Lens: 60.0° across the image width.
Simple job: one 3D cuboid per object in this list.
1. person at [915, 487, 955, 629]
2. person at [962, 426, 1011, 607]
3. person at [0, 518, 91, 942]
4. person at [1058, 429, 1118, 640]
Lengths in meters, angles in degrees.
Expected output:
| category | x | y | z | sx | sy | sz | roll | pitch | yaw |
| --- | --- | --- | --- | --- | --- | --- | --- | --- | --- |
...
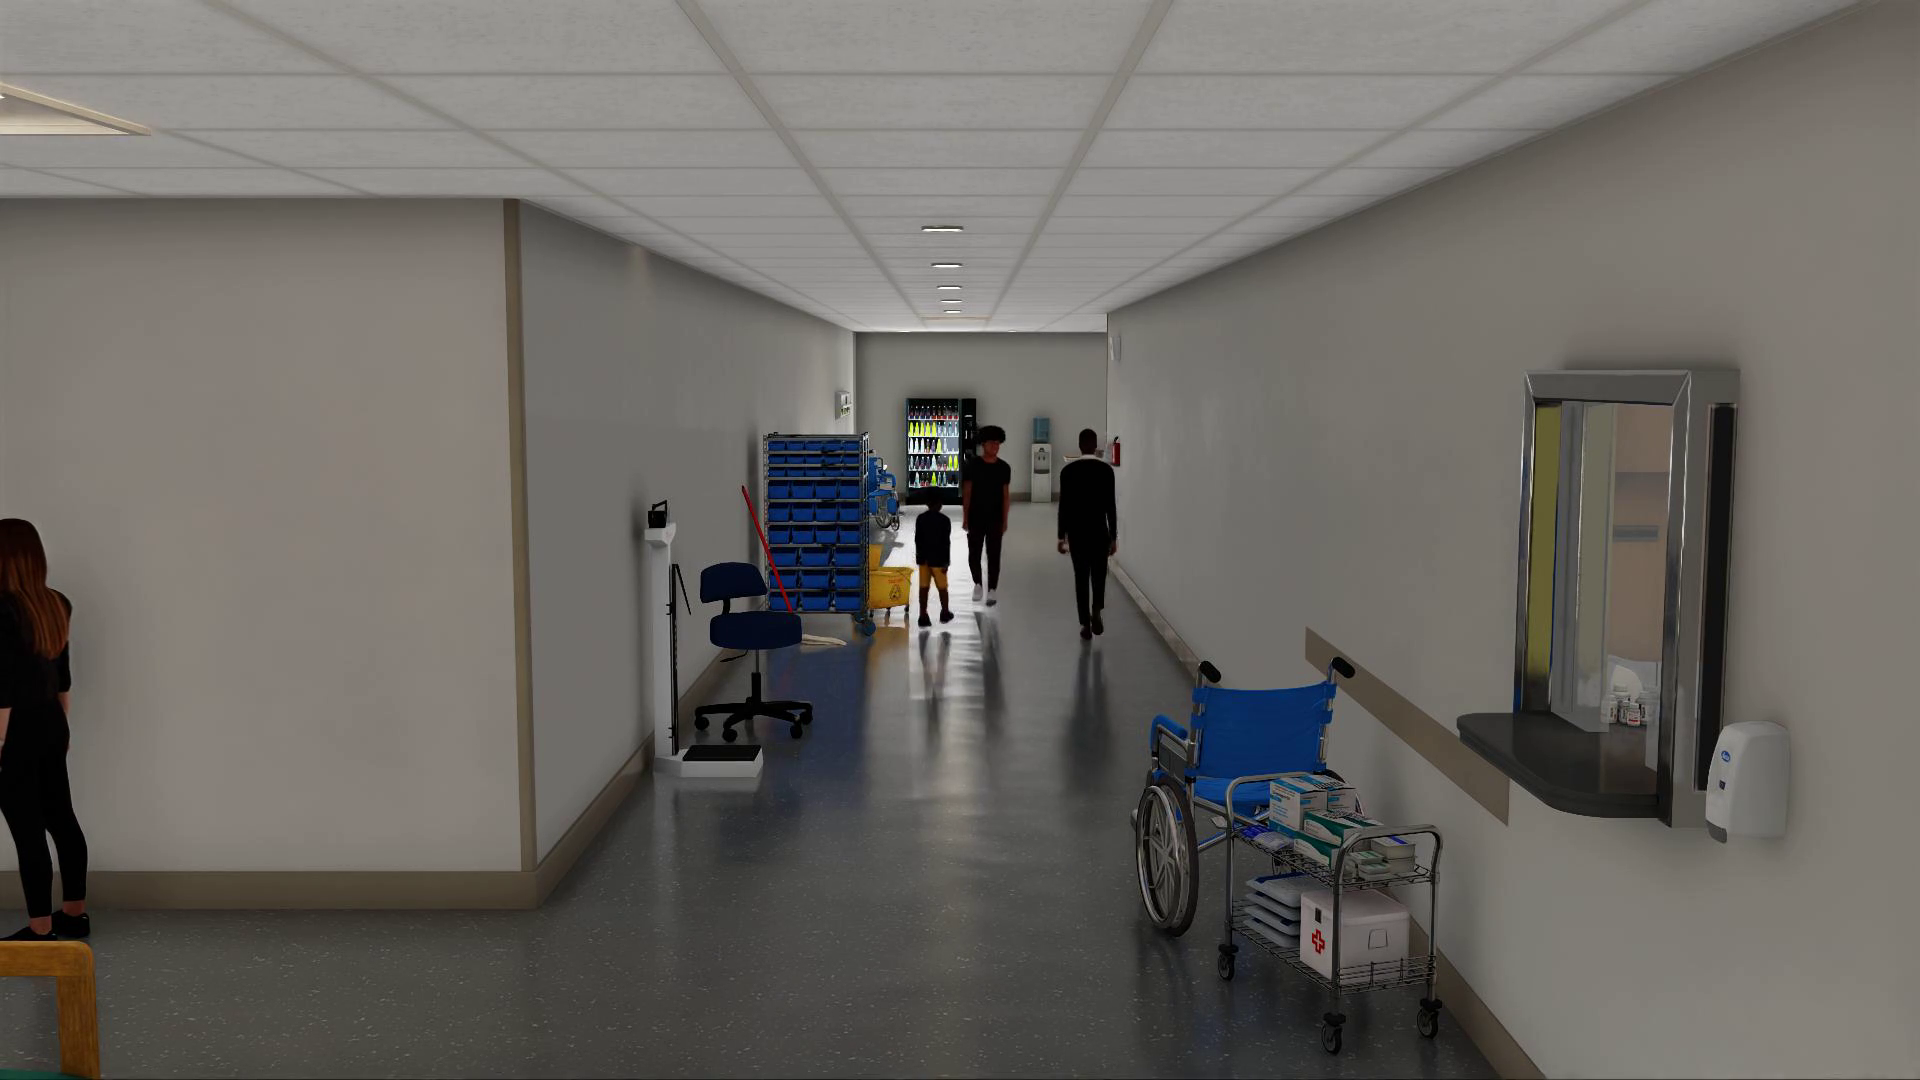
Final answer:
| category | x | y | z | sx | sy | sz | roll | pitch | yaw |
| --- | --- | --- | --- | --- | --- | --- | --- | --- | --- |
| person | -0.270 | 0.169 | 14.799 | 0.770 | 1.251 | 0.730 | 2 | 6 | 17 |
| person | 0.233 | -0.218 | 16.238 | 1.063 | 1.732 | 0.678 | 0 | 6 | 1 |
| person | -3.668 | 0.766 | 6.571 | 0.563 | 1.711 | 0.633 | 1 | 6 | 7 |
| person | 1.097 | -0.034 | 14.099 | 0.699 | 1.795 | 0.702 | 0 | 6 | 0 |
